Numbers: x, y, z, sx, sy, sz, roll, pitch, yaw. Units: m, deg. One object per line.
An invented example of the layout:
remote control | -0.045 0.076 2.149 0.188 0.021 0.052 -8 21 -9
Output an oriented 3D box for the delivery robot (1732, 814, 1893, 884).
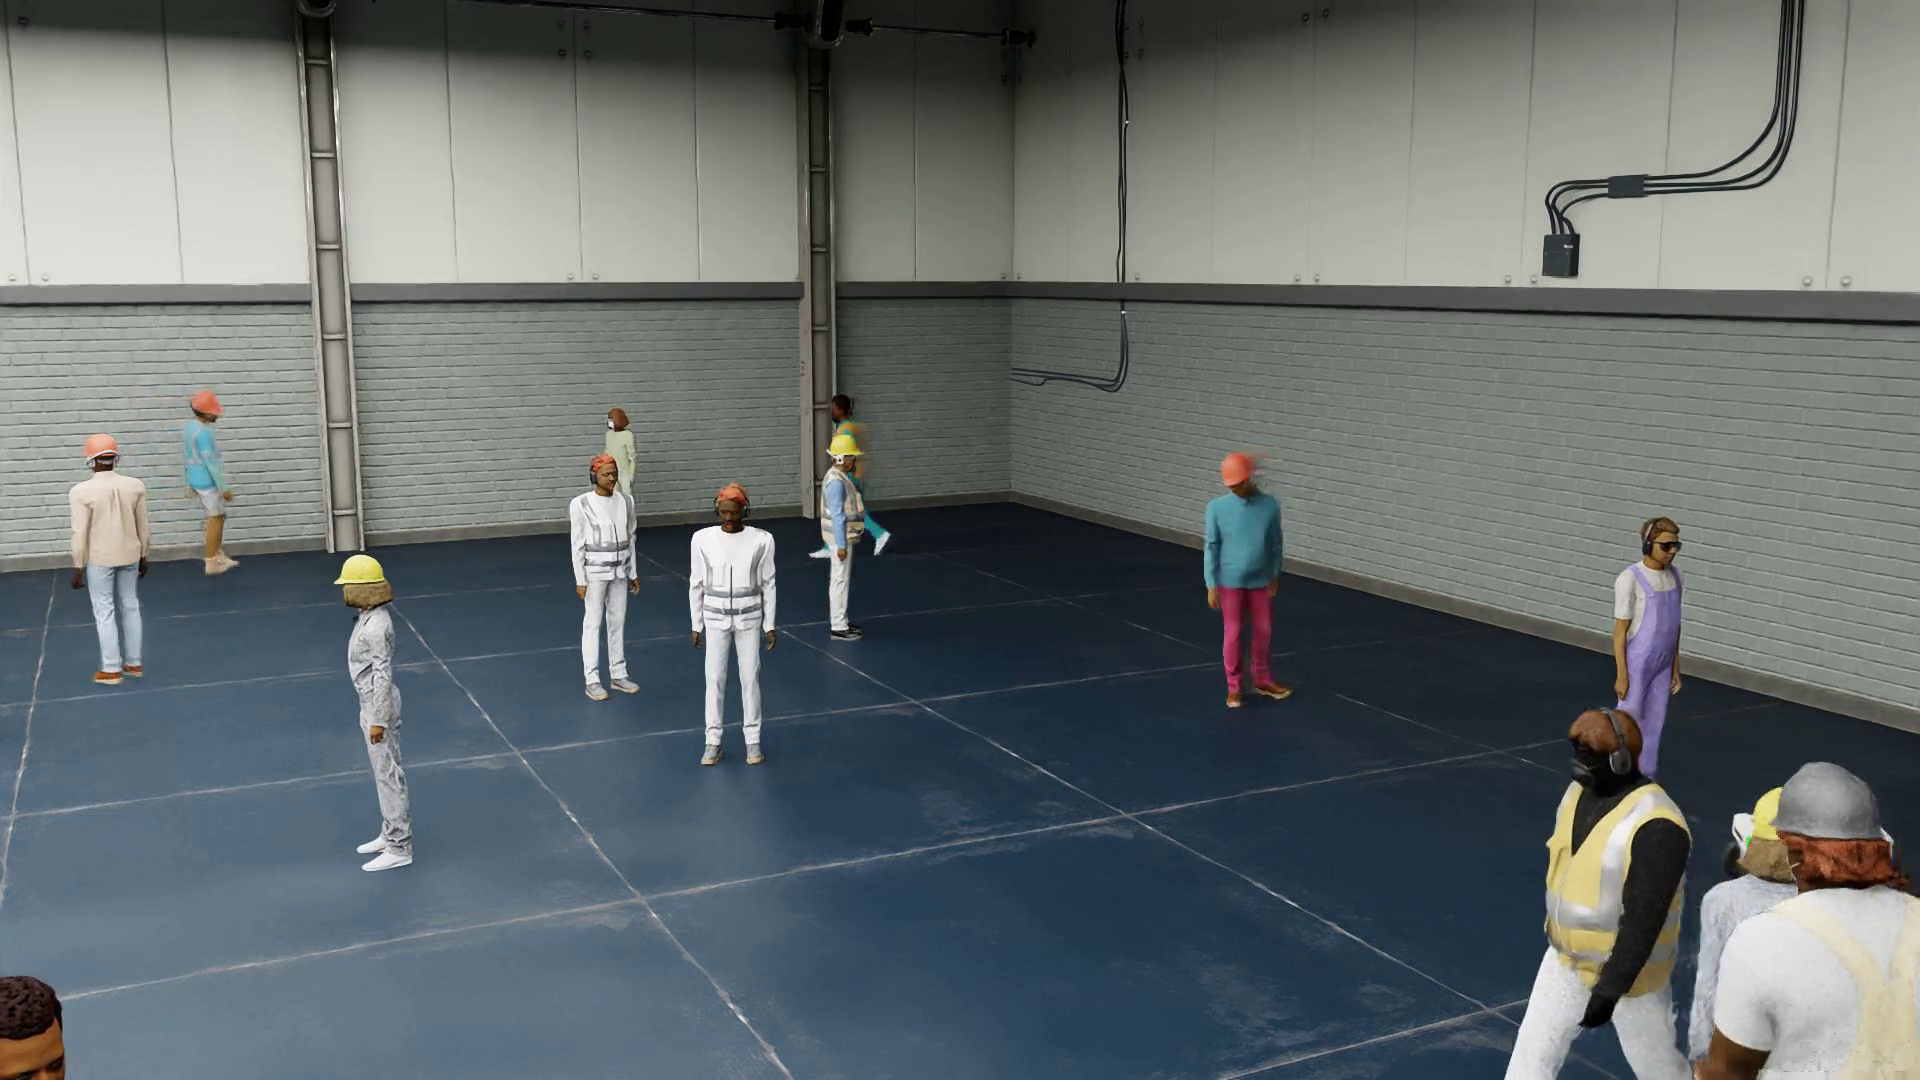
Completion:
delivery robot | 4.398 1.576 8.592 0.707 0.478 0.477 2 10 13

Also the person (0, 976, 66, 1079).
person | -1.871 1.790 3.376 0.378 1.917 0.598 4 10 24

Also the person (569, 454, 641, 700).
person | -2.721 0.277 12.813 0.355 1.883 0.575 8 12 41

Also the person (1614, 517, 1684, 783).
person | 4.110 0.765 9.960 0.501 1.838 0.341 -5 10 -27

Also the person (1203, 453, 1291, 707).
person | 2.144 0.300 12.478 0.711 1.943 0.524 -2 9 -14

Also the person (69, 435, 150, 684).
person | -6.793 0.160 13.288 0.448 1.992 0.652 6 11 31

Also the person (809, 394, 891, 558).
person | -1.262 -0.728 18.999 0.878 1.890 0.601 -1 9 -3

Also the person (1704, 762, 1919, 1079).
person | 2.325 1.561 4.412 0.683 2.000 0.970 -2 9 -13

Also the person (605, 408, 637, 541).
person | -4.100 -0.777 20.064 0.506 1.632 0.268 7 12 37

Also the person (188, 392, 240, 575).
person | -8.106 -0.609 17.991 0.427 1.989 0.701 -6 11 -31

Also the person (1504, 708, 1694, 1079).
person | 2.262 1.463 5.819 1.010 1.785 0.639 -2 9 -14

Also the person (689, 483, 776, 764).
person | -1.509 0.558 11.066 0.573 1.887 0.355 -1 9 -5

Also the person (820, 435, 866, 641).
person | -1.041 -0.026 14.838 0.404 1.830 0.614 -1 9 -4

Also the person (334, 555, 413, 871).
person | -3.226 0.940 9.147 0.324 1.743 0.490 -4 10 -21
